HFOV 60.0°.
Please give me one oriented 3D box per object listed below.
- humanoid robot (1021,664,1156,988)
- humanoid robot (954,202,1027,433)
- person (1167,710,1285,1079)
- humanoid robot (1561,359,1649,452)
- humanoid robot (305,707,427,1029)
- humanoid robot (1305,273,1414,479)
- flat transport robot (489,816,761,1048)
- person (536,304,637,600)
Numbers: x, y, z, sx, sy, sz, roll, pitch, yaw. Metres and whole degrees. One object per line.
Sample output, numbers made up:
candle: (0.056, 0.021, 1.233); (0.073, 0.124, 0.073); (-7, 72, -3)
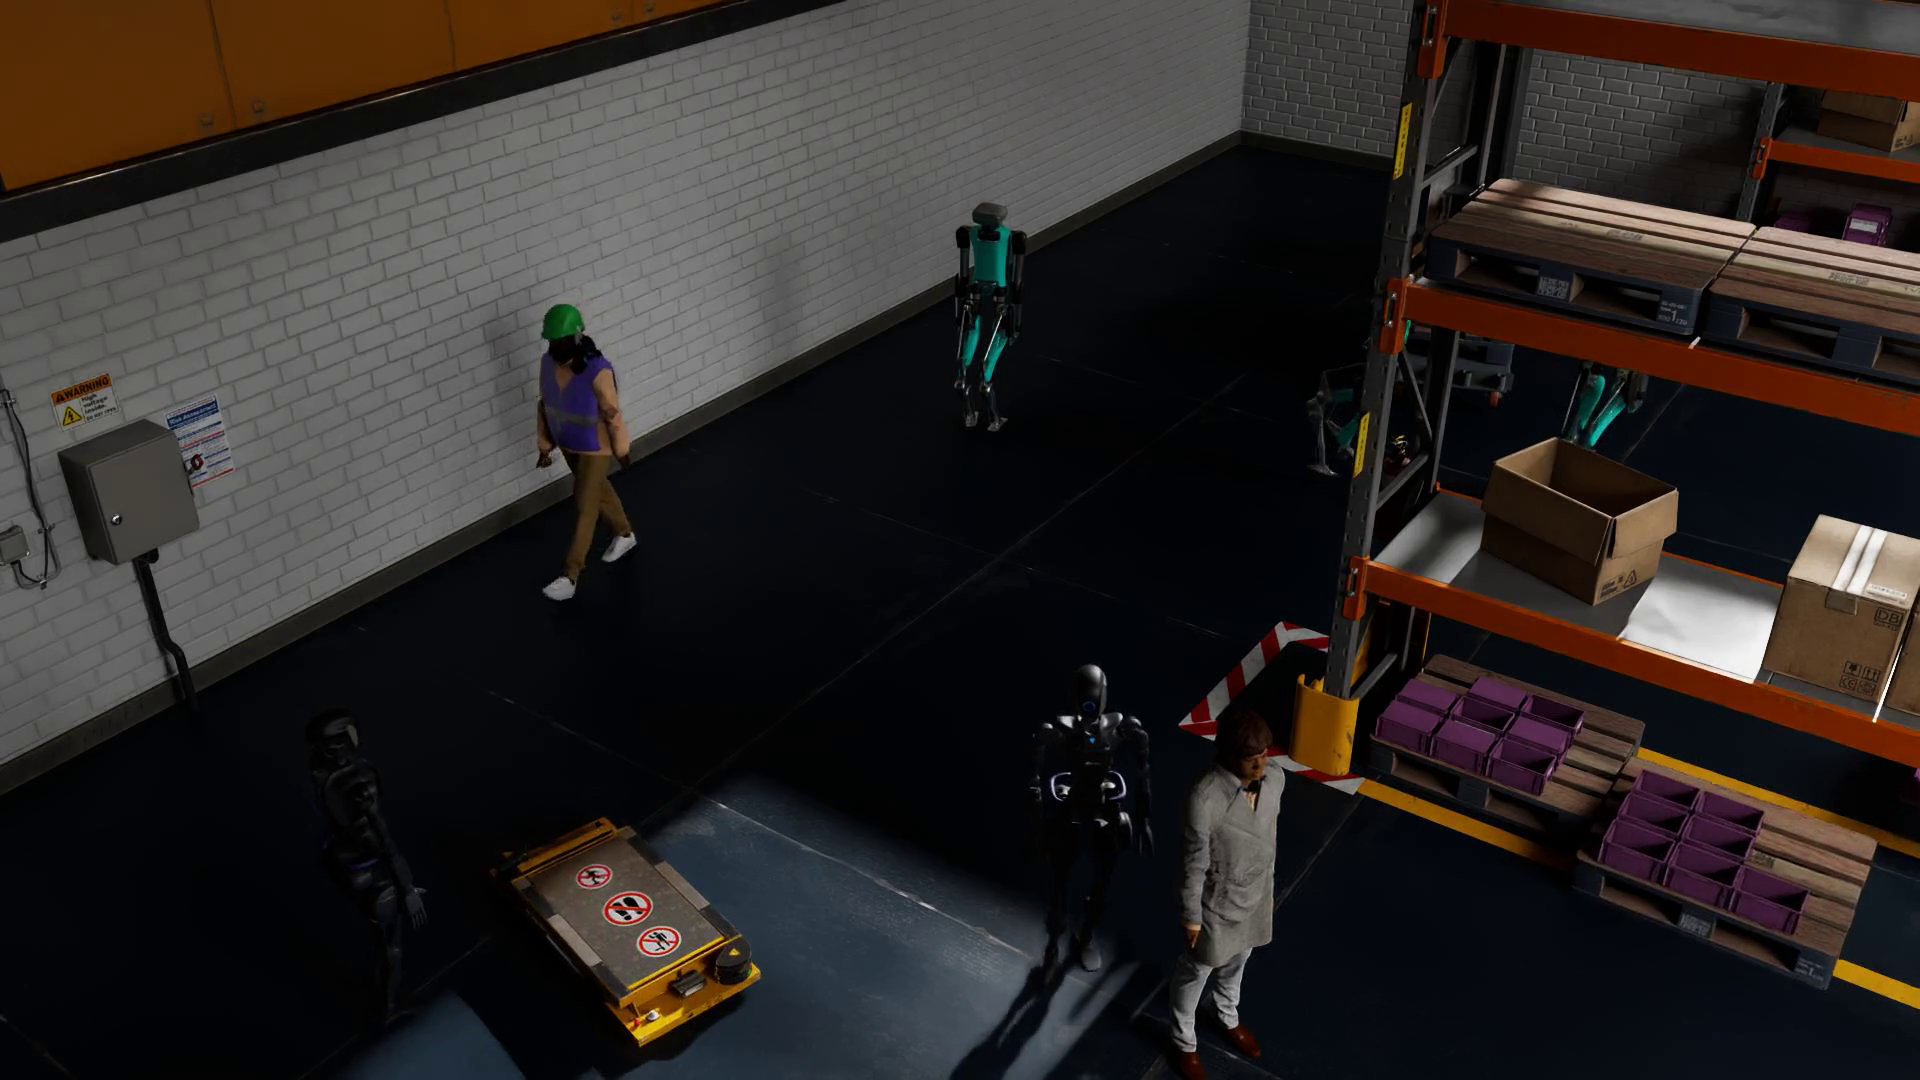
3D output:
humanoid robot: (0.582, 1.283, 7.399); (0.606, 1.656, 0.406); (-2, 30, -4)
humanoid robot: (0.161, -1.573, 12.191); (0.530, 1.691, 0.706); (8, 31, 14)
person: (1.115, 1.476, 6.916); (0.515, 1.831, 0.364); (-17, 34, -27)
humanoid robot: (4.321, -0.965, 11.368); (0.736, 1.902, 0.568); (-22, 37, -34)
humanoid robot: (-2.545, 1.407, 7.181); (0.599, 1.650, 0.341); (24, 38, 36)
humanoid robot: (2.719, -1.067, 11.438); (1.049, 1.735, 0.562); (18, 34, 28)
flat transport robot: (-1.622, 1.797, 7.921); (0.659, 0.231, 1.431); (-23, 37, -34)
person: (-2.419, -0.579, 10.421); (0.568, 1.874, 1.008); (17, 34, 26)
